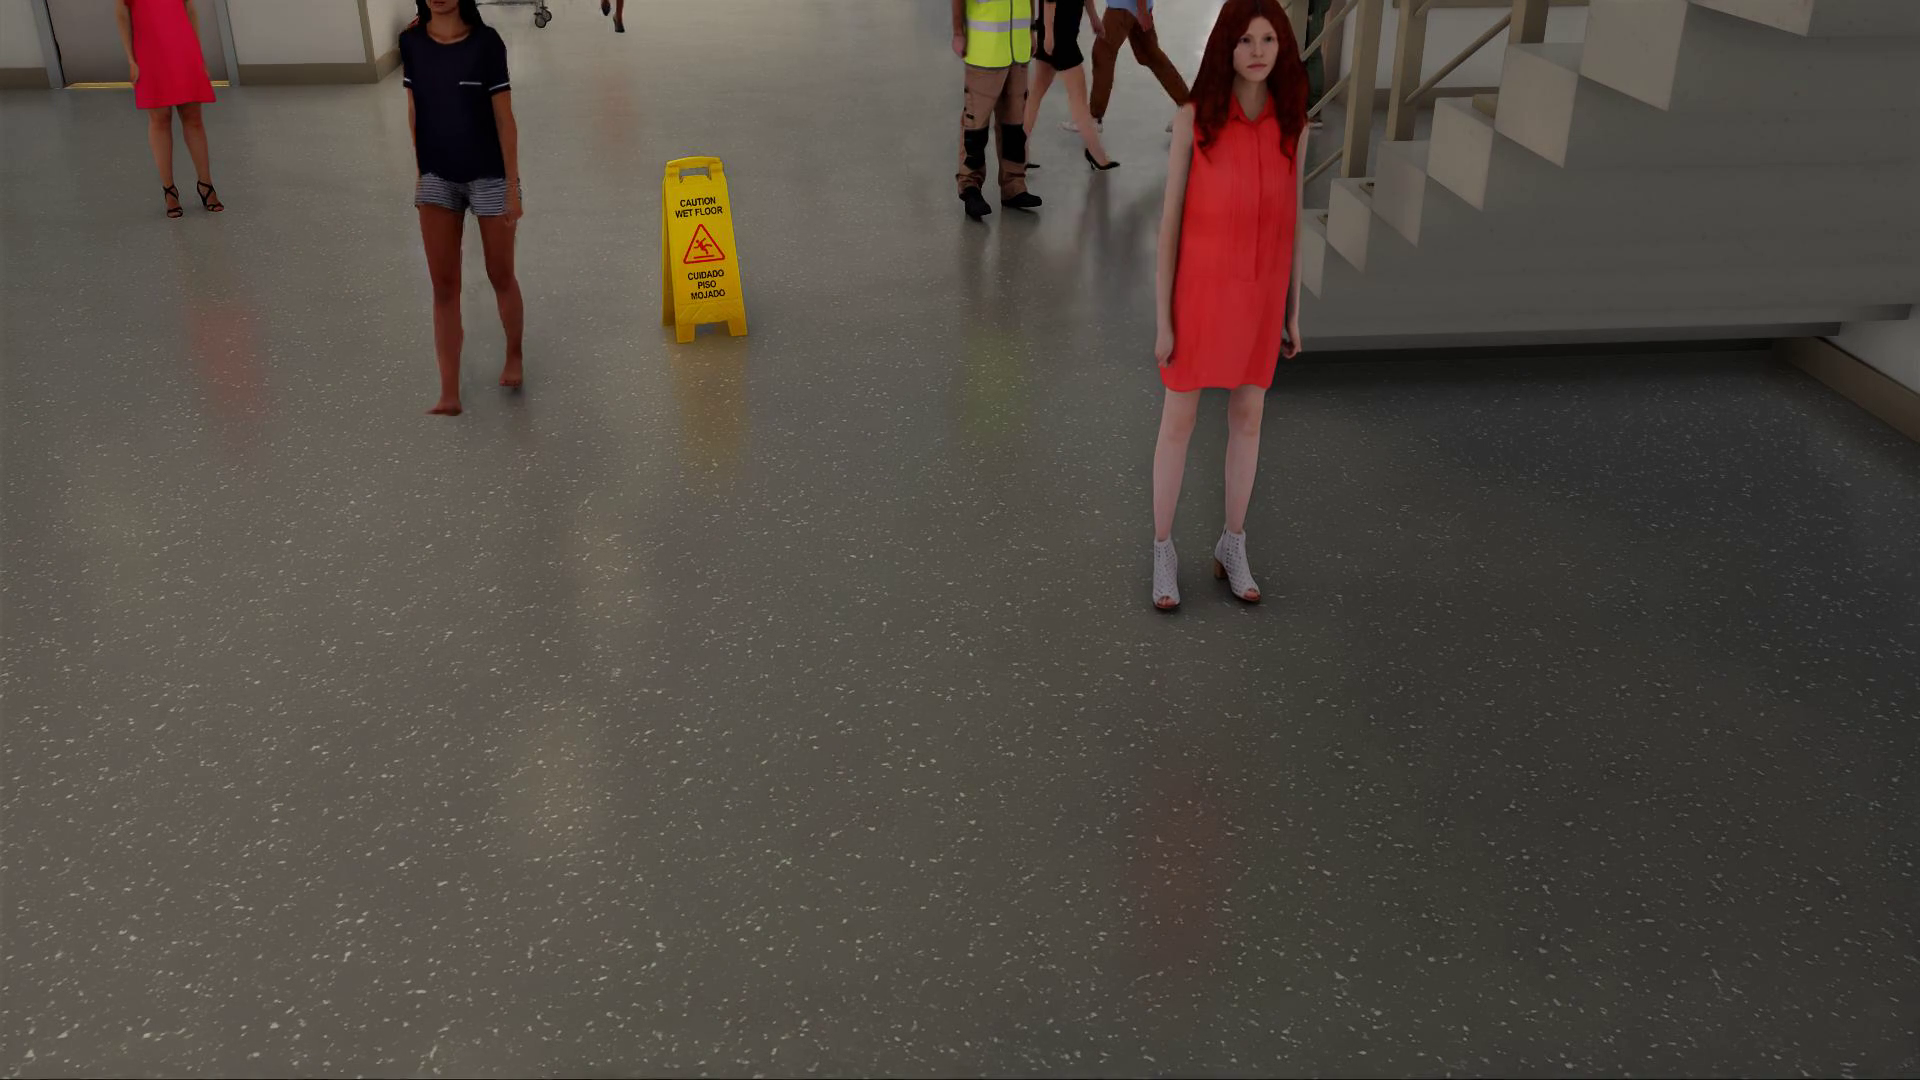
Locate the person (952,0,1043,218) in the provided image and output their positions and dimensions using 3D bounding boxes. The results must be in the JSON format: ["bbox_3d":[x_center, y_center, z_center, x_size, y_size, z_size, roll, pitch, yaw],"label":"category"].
[{"bbox_3d":[0.211,-2.722,9.120,0.832,1.846,0.863,-15,30,-29],"label":"person"}]

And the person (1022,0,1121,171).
[{"bbox_3d":[0.487,-3.006,9.922,0.815,1.661,0.929,3,26,6],"label":"person"}]

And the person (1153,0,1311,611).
[{"bbox_3d":[0.777,-0.665,4.875,0.609,1.827,0.532,-4,26,-9],"label":"person"}]

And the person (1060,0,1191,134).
[{"bbox_3d":[1.183,-3.503,10.811,0.953,1.783,1.175,5,26,11],"label":"person"}]

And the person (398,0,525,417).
[{"bbox_3d":[-1.890,-1.392,6.496,0.623,1.729,1.027,0,26,-1],"label":"person"}]

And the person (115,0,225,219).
[{"bbox_3d":[-4.360,-2.663,9.133,0.663,1.728,0.686,-17,30,-31],"label":"person"}]
